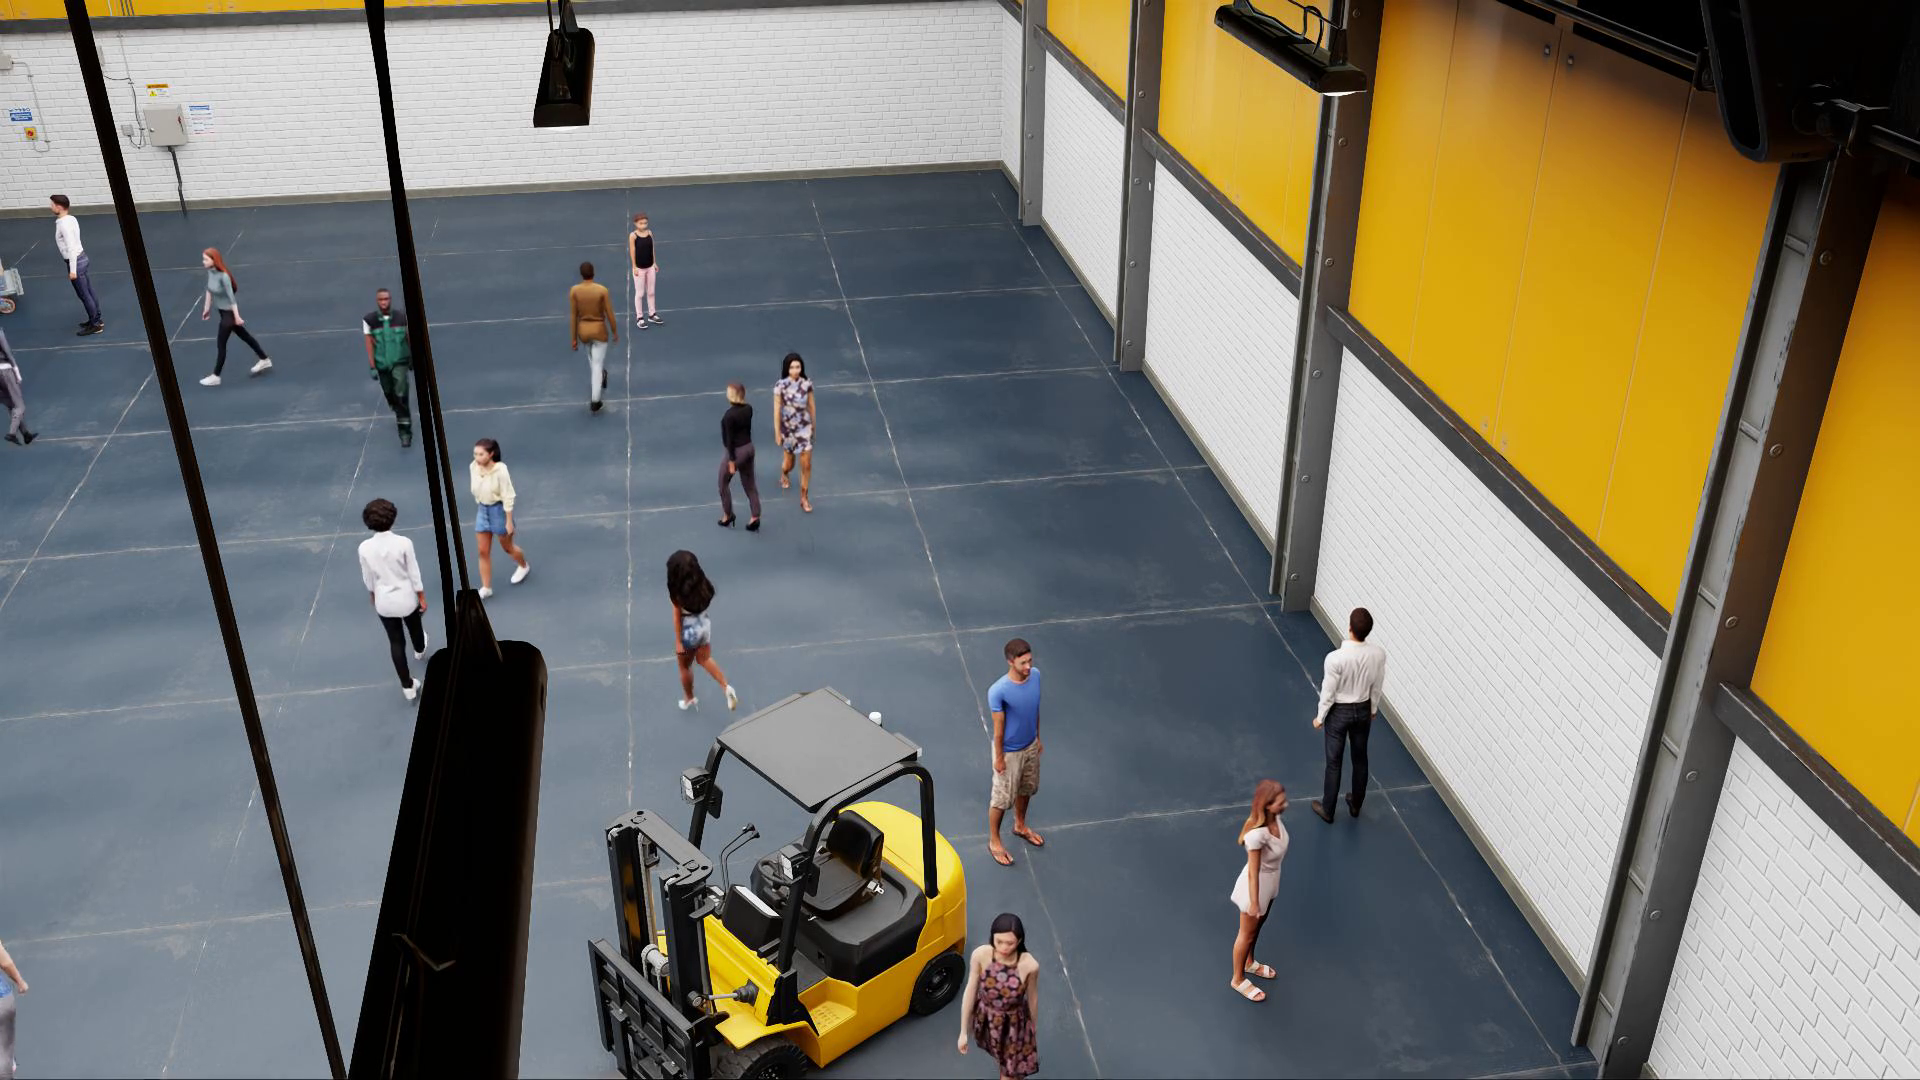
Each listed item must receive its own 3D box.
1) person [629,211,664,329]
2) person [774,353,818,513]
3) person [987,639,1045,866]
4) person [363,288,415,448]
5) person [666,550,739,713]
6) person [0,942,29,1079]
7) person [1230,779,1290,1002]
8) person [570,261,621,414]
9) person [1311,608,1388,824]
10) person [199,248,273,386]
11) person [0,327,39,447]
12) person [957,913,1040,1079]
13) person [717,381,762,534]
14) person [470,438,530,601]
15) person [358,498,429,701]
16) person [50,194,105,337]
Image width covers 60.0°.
[{"bbox_3d":[-4.223,-3.628,22.194,0.625,1.564,0.660,-24,37,-37],"label":"person"},{"bbox_3d":[-1.739,-1.168,17.520,0.702,1.721,0.931,-11,31,-20],"label":"person"},{"bbox_3d":[0.413,1.530,12.426,0.730,1.863,0.737,-23,36,-36],"label":"person"},{"bbox_3d":[-6.501,-2.020,19.004,0.737,1.795,1.232,-7,29,-13],"label":"person"},{"bbox_3d":[-2.178,0.820,13.994,0.936,1.608,0.894,16,32,27],"label":"person"},{"bbox_3d":[-6.022,2.889,10.218,0.589,1.591,0.689,-2,29,-4],"label":"person"},{"bbox_3d":[2.006,2.311,11.168,0.730,1.696,0.661,15,32,26],"label":"person"},{"bbox_3d":[-4.353,-2.371,19.667,0.851,1.776,1.221,1,29,2],"label":"person"},{"bbox_3d":[2.989,1.343,12.761,0.668,1.871,0.543,-7,29,-12],"label":"person"},{"bbox_3d":[-8.944,-2.778,20.505,1.079,1.689,1.166,-24,37,-37],"label":"person"},{"bbox_3d":[-10.817,-1.812,18.666,0.738,1.754,0.886,3,29,6],"label":"person"},{"bbox_3d":[0.270,2.894,10.067,0.977,1.726,1.237,8,30,14],"label":"person"},{"bbox_3d":[-2.171,-0.808,16.931,0.860,1.653,0.802,15,32,26],"label":"person"},{"bbox_3d":[-4.410,-0.253,15.960,0.965,1.609,1.077,13,31,22],"label":"person"},{"bbox_3d":[-4.870,0.554,14.329,0.672,1.755,1.131,-5,29,-9],"label":"person"},{"bbox_3d":[-11.632,-3.648,21.913,0.698,1.868,0.550,-8,30,-15],"label":"person"}]
